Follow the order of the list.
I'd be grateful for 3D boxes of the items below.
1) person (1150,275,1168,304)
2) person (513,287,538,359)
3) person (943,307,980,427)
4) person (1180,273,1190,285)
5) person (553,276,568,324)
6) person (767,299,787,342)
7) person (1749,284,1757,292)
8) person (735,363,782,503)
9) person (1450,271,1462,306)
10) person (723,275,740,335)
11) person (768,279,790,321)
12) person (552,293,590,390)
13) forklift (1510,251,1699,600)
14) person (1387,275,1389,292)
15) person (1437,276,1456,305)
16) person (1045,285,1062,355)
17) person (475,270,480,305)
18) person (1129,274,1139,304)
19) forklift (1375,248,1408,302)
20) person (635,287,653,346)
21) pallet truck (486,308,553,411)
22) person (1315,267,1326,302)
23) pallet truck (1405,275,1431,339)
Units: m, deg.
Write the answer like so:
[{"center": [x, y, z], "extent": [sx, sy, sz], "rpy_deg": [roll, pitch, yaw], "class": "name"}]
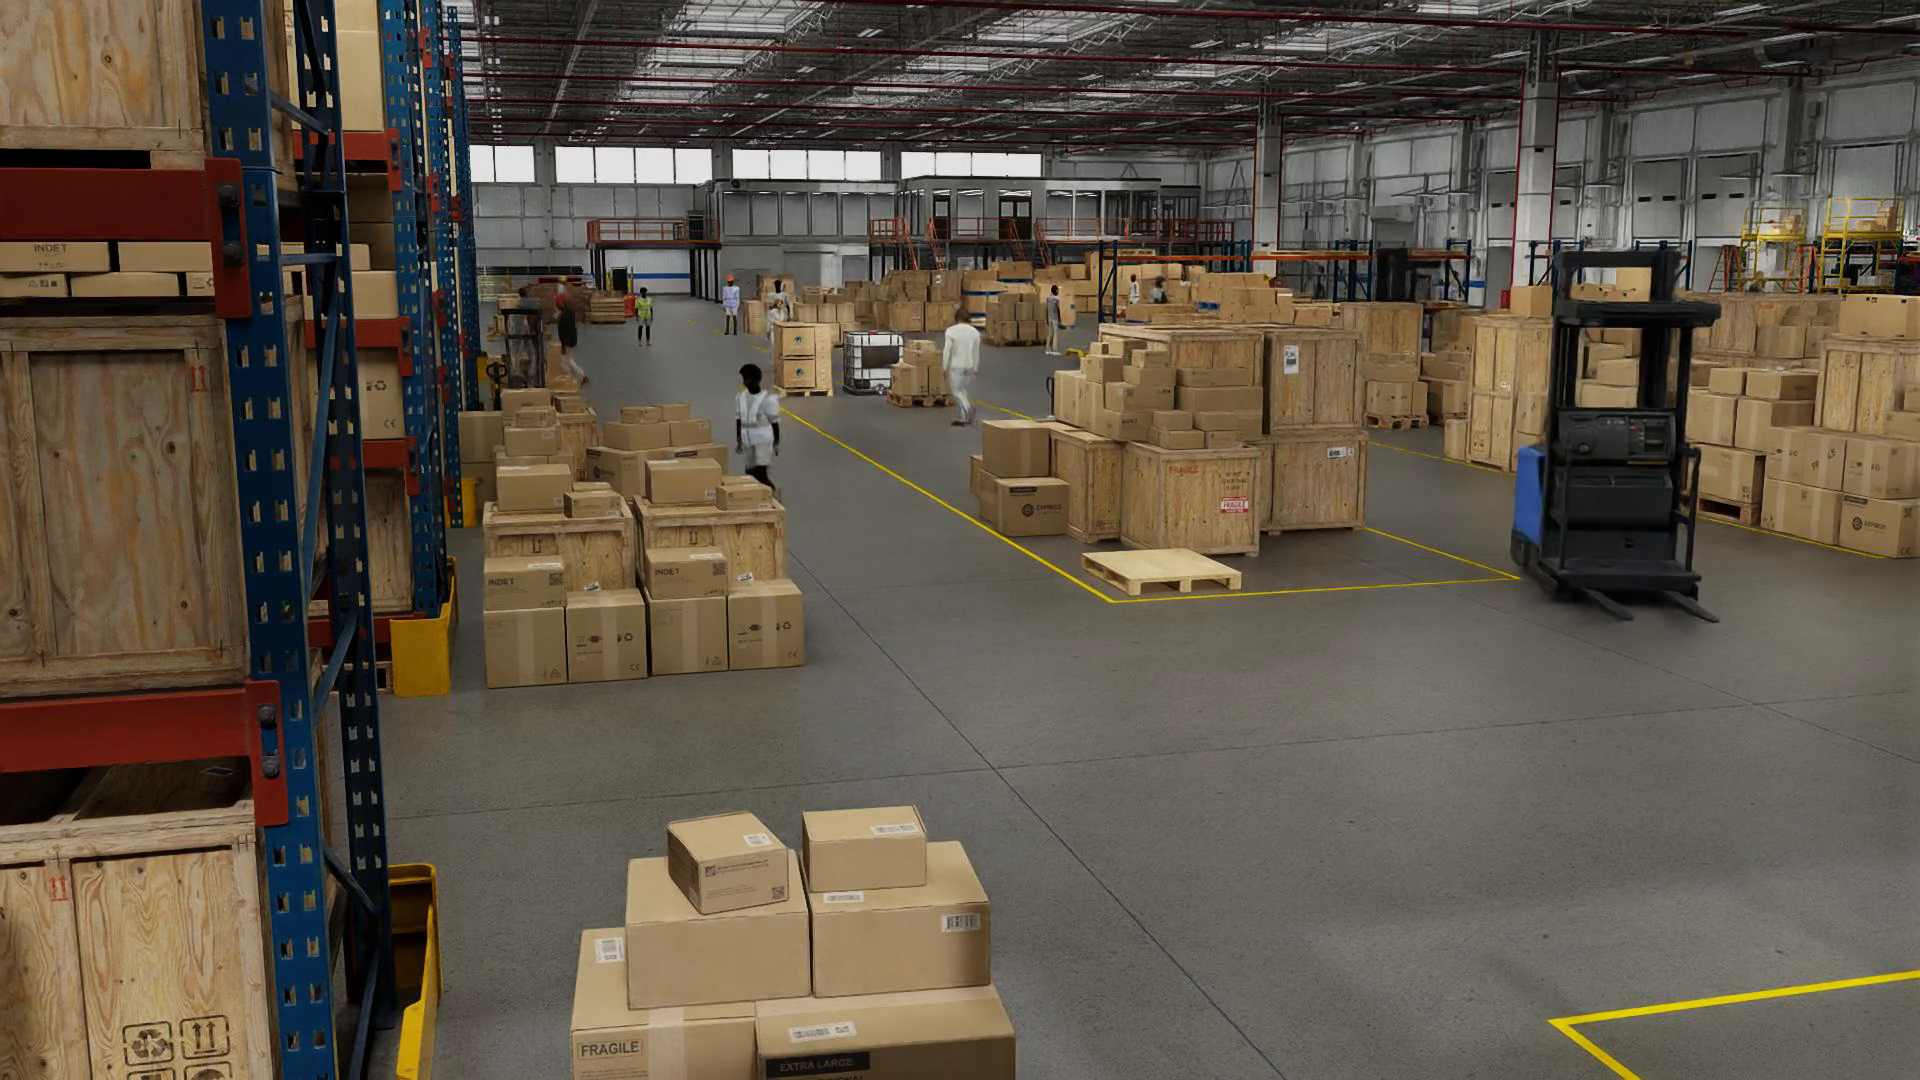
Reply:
[{"center": [6.063, -6.934, 49.816], "extent": [0.984, 2.000, 0.703], "rpy_deg": [4, 11, 19], "class": "person"}, {"center": [-10.461, -5.101, 39.847], "extent": [0.991, 1.888, 0.653], "rpy_deg": [5, 11, 26], "class": "person"}, {"center": [0.055, -2.723, 26.311], "extent": [0.641, 1.920, 0.655], "rpy_deg": [-7, 12, -36], "class": "person"}, {"center": [8.413, -9.065, 62.365], "extent": [0.354, 1.876, 0.574], "rpy_deg": [-5, 11, -28], "class": "person"}, {"center": [-14.497, -8.705, 60.497], "extent": [0.511, 1.808, 0.603], "rpy_deg": [-1, 10, -6], "class": "person"}, {"center": [-4.278, -4.903, 39.505], "extent": [0.544, 1.612, 0.692], "rpy_deg": [-9, 14, -42], "class": "person"}, {"center": [21.181, -5.860, 44.230], "extent": [0.685, 1.893, 0.758], "rpy_deg": [-2, 10, -12], "class": "person"}, {"center": [-2.074, -1.050, 17.565], "extent": [0.540, 1.657, 0.605], "rpy_deg": [6, 12, 32], "class": "person"}, {"center": [20.993, -10.492, 70.541], "extent": [0.526, 1.842, 0.854], "rpy_deg": [2, 10, 12], "class": "person"}, {"center": [-7.423, -7.618, 53.977], "extent": [0.547, 1.939, 0.376], "rpy_deg": [0, 10, 1], "class": "person"}, {"center": [-5.131, -6.414, 47.118], "extent": [0.625, 1.947, 0.597], "rpy_deg": [-2, 10, -11], "class": "person"}, {"center": [-7.655, -3.851, 32.560], "extent": [0.562, 1.964, 0.646], "rpy_deg": [1, 10, 7], "class": "person"}, {"center": [5.455, -1.040, 14.064], "extent": [1.129, 2.768, 1.873], "rpy_deg": [1, 10, 6], "class": "forklift"}, {"center": [20.308, -11.800, 77.972], "extent": [0.653, 1.817, 0.454], "rpy_deg": [-1, 10, -5], "class": "person"}, {"center": [15.823, -7.637, 54.145], "extent": [0.619, 1.918, 0.397], "rpy_deg": [9, 13, 41], "class": "person"}, {"center": [2.489, -5.830, 44.092], "extent": [0.325, 1.860, 0.512], "rpy_deg": [-9, 13, -40], "class": "person"}, {"center": [-23.550, -12.265, 80.847], "extent": [0.321, 1.740, 0.490], "rpy_deg": [2, 10, 9], "class": "person"}, {"center": [6.256, -8.627, 59.849], "extent": [0.362, 1.883, 0.575], "rpy_deg": [4, 11, 23], "class": "person"}, {"center": [10.059, -5.449, 39.026], "extent": [1.873, 2.768, 1.129], "rpy_deg": [-3, 10, -15], "class": "forklift"}, {"center": [-9.131, -6.460, 48.104], "extent": [0.539, 1.695, 0.318], "rpy_deg": [-5, 11, -27], "class": "person"}, {"center": [-6.242, -2.418, 24.362], "extent": [0.823, 1.965, 1.885], "rpy_deg": [1, 10, 3], "class": "pallet truck"}, {"center": [17.980, -12.657, 82.733], "extent": [0.826, 1.854, 0.609], "rpy_deg": [9, 14, 43], "class": "person"}, {"center": [14.620, -7.324, 52.145], "extent": [0.823, 1.965, 1.885], "rpy_deg": [8, 13, 40], "class": "pallet truck"}]
